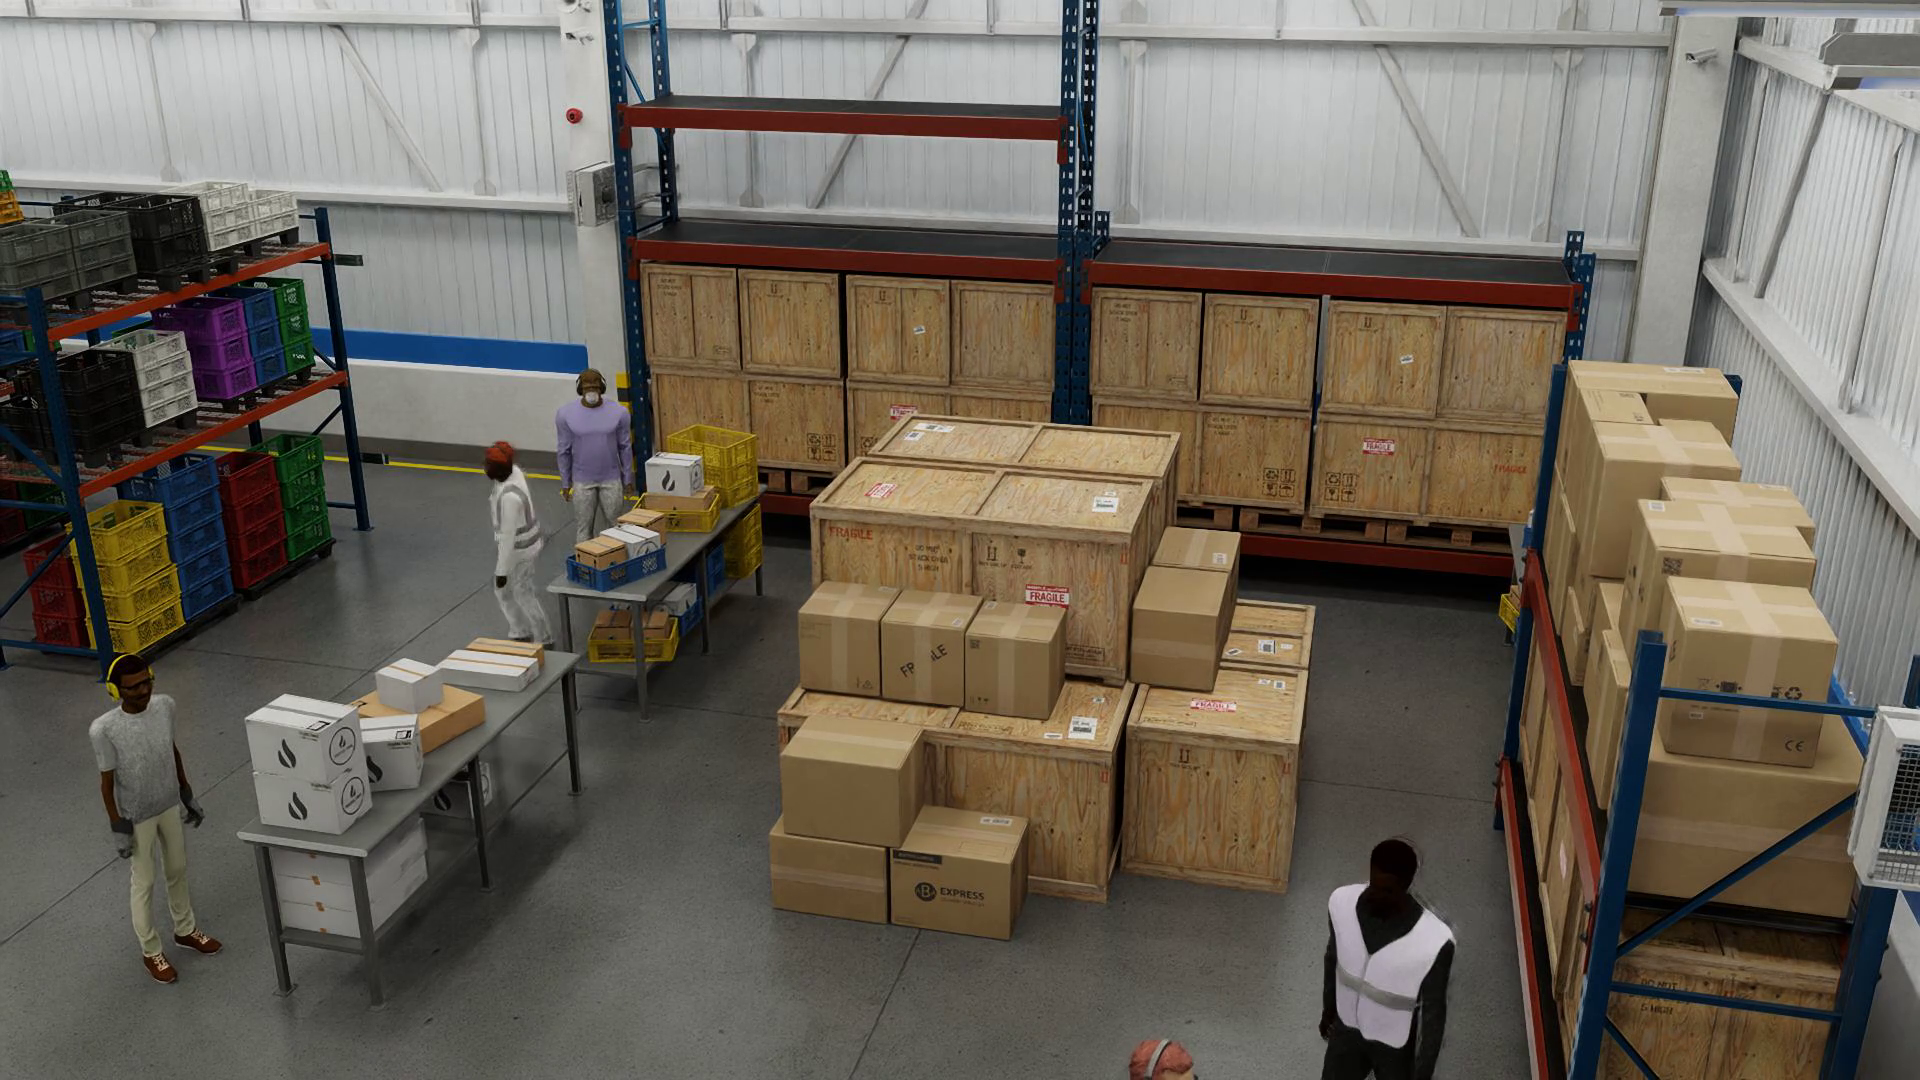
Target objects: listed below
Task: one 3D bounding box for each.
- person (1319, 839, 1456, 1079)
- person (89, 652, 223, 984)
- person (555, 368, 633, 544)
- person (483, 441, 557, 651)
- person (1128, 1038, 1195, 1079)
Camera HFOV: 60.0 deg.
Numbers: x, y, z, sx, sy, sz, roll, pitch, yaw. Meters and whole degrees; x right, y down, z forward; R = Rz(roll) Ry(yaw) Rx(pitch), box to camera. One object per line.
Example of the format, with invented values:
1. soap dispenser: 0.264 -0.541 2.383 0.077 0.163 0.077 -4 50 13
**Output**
1. person: 1.848 2.111 7.249 0.891 1.887 0.603 -20 28 -41
2. person: -4.336 1.464 8.953 0.327 1.874 0.518 11 23 26
3. person: -3.052 -0.503 14.005 0.630 1.940 0.372 -6 22 -14
4. person: -3.387 0.089 12.597 0.558 1.832 0.665 -7 22 -17
5. person: 0.666 2.591 5.975 0.398 1.900 0.650 15 25 34
